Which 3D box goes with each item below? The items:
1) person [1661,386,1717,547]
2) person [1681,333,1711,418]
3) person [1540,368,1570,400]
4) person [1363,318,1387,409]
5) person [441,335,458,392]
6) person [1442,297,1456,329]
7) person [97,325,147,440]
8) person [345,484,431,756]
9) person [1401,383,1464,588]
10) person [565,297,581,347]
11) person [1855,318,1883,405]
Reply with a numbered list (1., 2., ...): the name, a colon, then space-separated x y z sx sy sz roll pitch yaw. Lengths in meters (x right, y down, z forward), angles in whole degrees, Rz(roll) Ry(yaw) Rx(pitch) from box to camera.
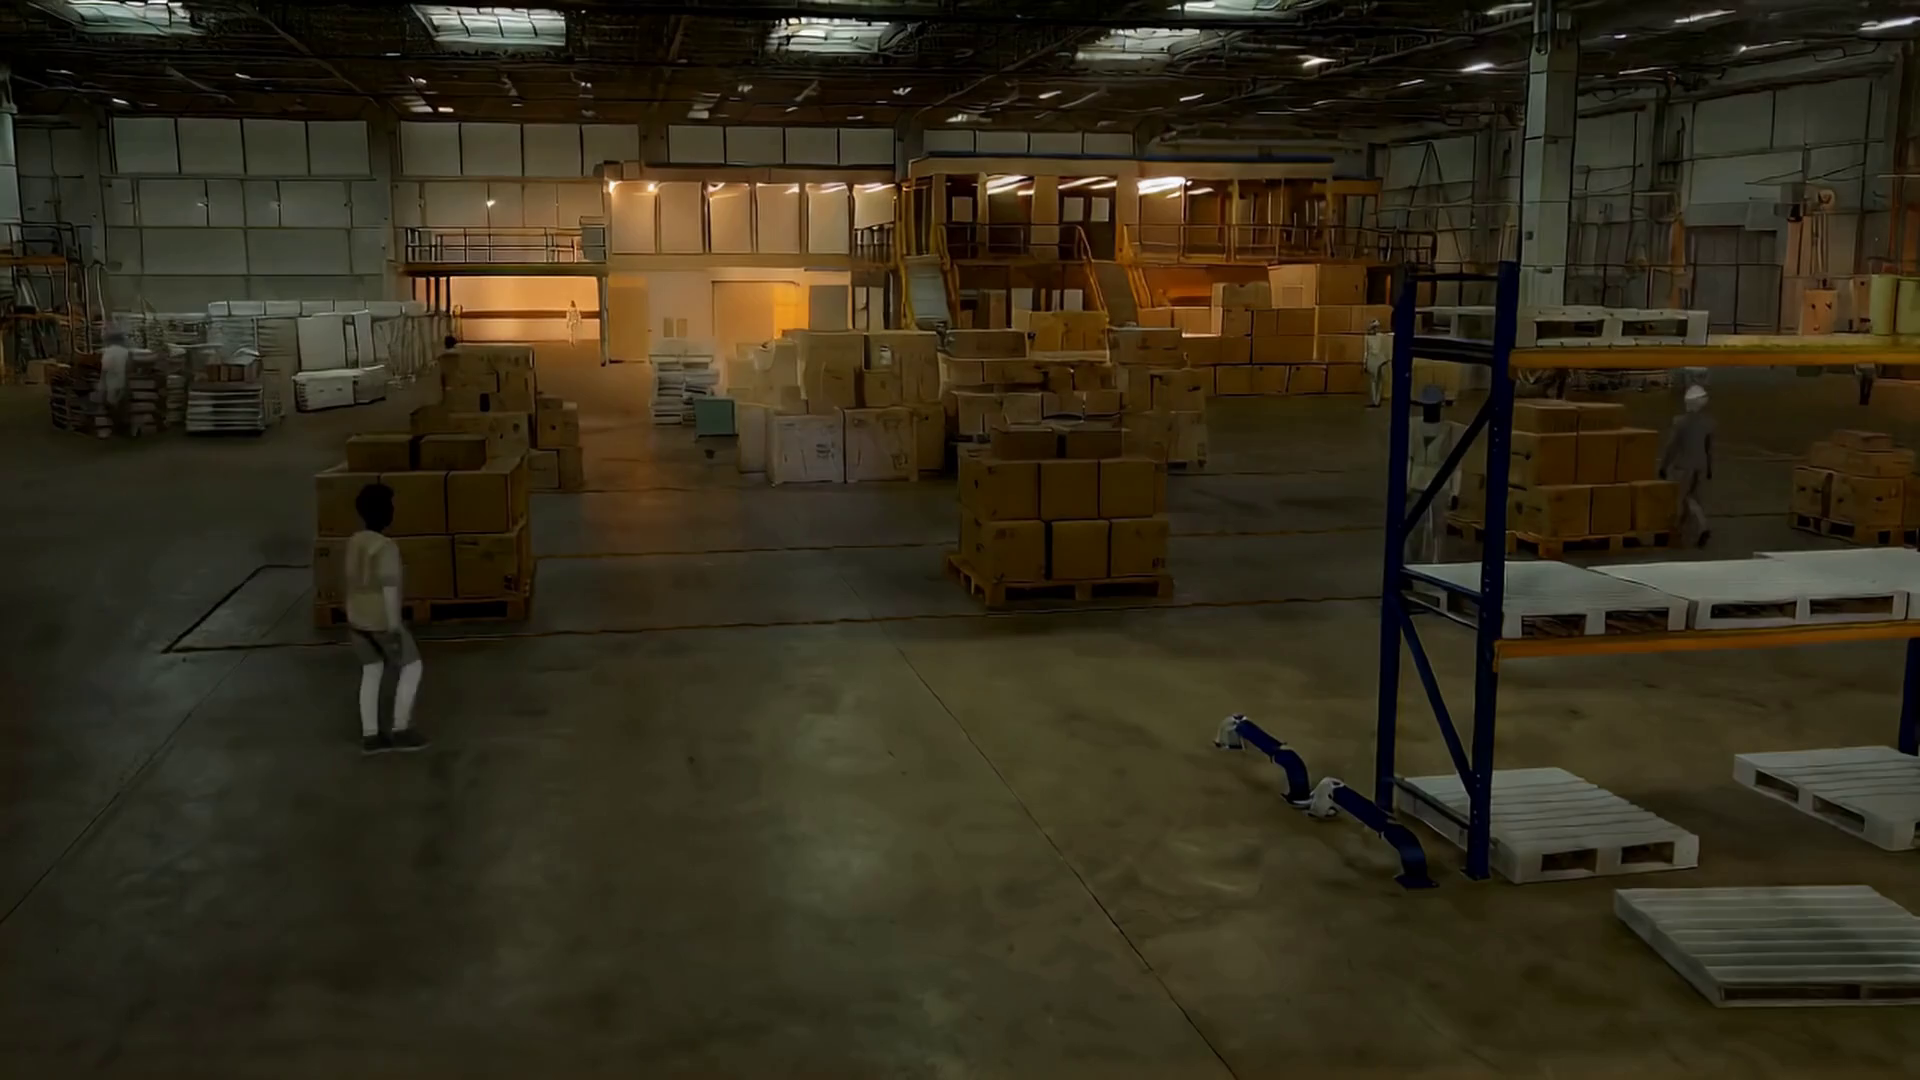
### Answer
1. person: 7.937 -0.802 17.998 0.525 1.734 0.857 -2 10 -13
2. person: 14.214 -3.193 32.068 0.612 1.893 1.013 8 12 41
3. person: 12.542 -3.665 34.860 0.650 1.927 0.505 -6 11 -33
4. person: 8.837 -3.763 35.460 0.594 1.925 0.376 -8 12 -41
5. person: -8.720 -2.579 28.467 0.505 1.855 0.423 3 10 20
6. person: 17.277 -7.540 58.437 0.609 1.954 1.005 5 11 29
7. person: -14.554 -2.710 28.764 0.887 2.021 0.611 0 9 0
8. person: -3.509 0.489 10.233 0.555 1.685 0.483 9 13 43
9. person: 4.408 -0.507 15.614 0.594 1.924 0.382 7 11 35
10. person: -14.639 -8.247 62.927 0.575 1.882 0.355 -2 10 -15
11. person: 19.864 -3.895 36.370 0.551 1.911 0.943 6 11 33
